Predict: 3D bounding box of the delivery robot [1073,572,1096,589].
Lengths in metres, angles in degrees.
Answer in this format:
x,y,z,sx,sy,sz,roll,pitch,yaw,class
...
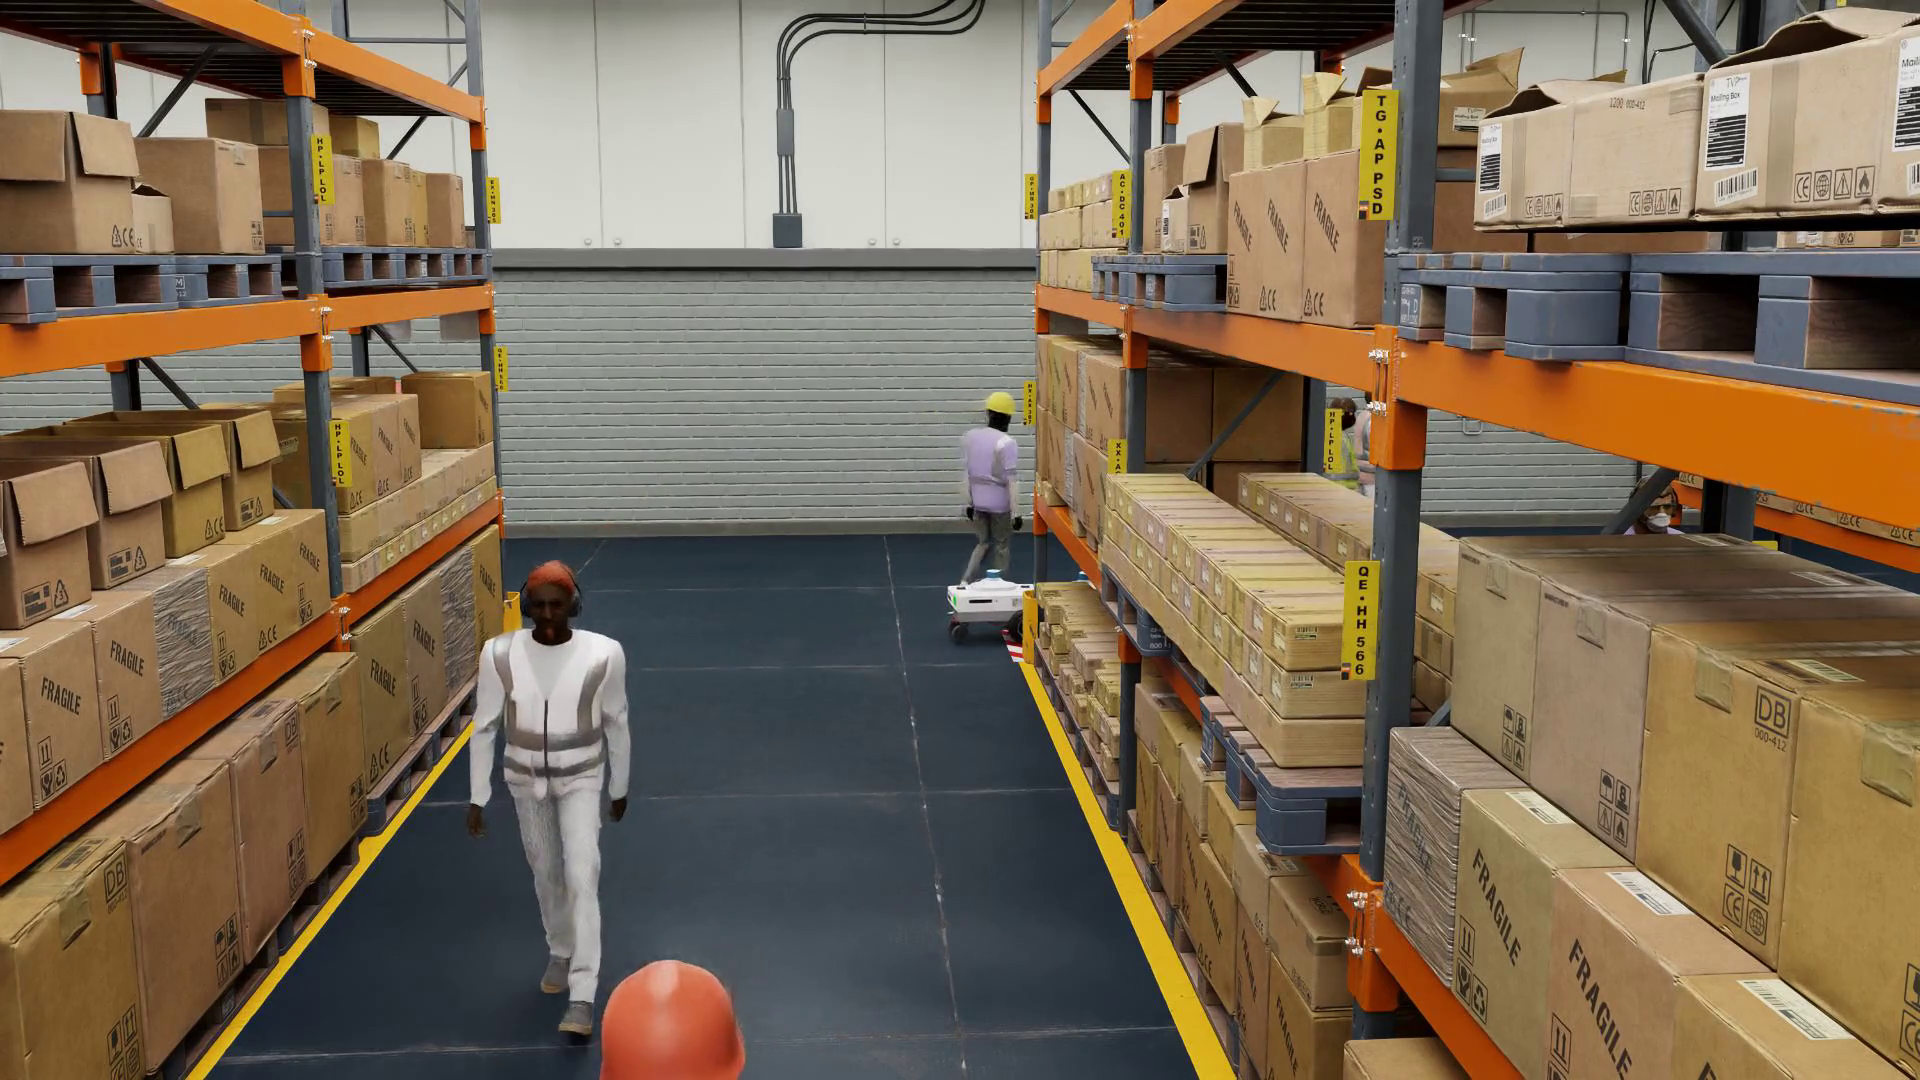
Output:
x,y,z,sx,sy,sz,roll,pitch,yaw,class
0.989,0.493,13.135,0.707,0.478,0.477,-4,11,-25,delivery robot

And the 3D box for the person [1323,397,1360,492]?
x,y,z,sx,sy,sz,roll,pitch,yaw,class
3.366,-0.428,15.229,1.003,1.792,0.630,3,10,19,person

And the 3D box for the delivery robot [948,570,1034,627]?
x,y,z,sx,sy,sz,roll,pitch,yaw,class
0.262,0.479,13.213,0.707,0.478,0.477,-1,10,-7,delivery robot

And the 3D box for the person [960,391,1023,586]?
x,y,z,sx,sy,sz,roll,pitch,yaw,class
0.268,-0.311,14.191,0.619,1.904,0.531,9,13,43,person

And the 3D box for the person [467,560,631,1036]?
x,y,z,sx,sy,sz,roll,pitch,yaw,class
-1.630,1.011,6.586,0.599,1.841,0.950,0,10,-2,person

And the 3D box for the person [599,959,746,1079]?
x,y,z,sx,sy,sz,roll,pitch,yaw,class
-0.470,1.604,2.854,0.551,1.918,0.477,-2,10,-12,person

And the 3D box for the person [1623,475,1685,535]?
x,y,z,sx,sy,sz,roll,pitch,yaw,class
3.505,0.626,8.557,0.636,1.938,0.358,-1,10,-6,person

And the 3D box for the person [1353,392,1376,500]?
x,y,z,sx,sy,sz,roll,pitch,yaw,class
3.959,-0.562,15.836,0.429,1.846,0.626,-1,10,-4,person

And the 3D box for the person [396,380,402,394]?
x,y,z,sx,sy,sz,roll,pitch,yaw,class
-4.912,-0.412,14.586,0.622,1.972,0.823,2,10,9,person
